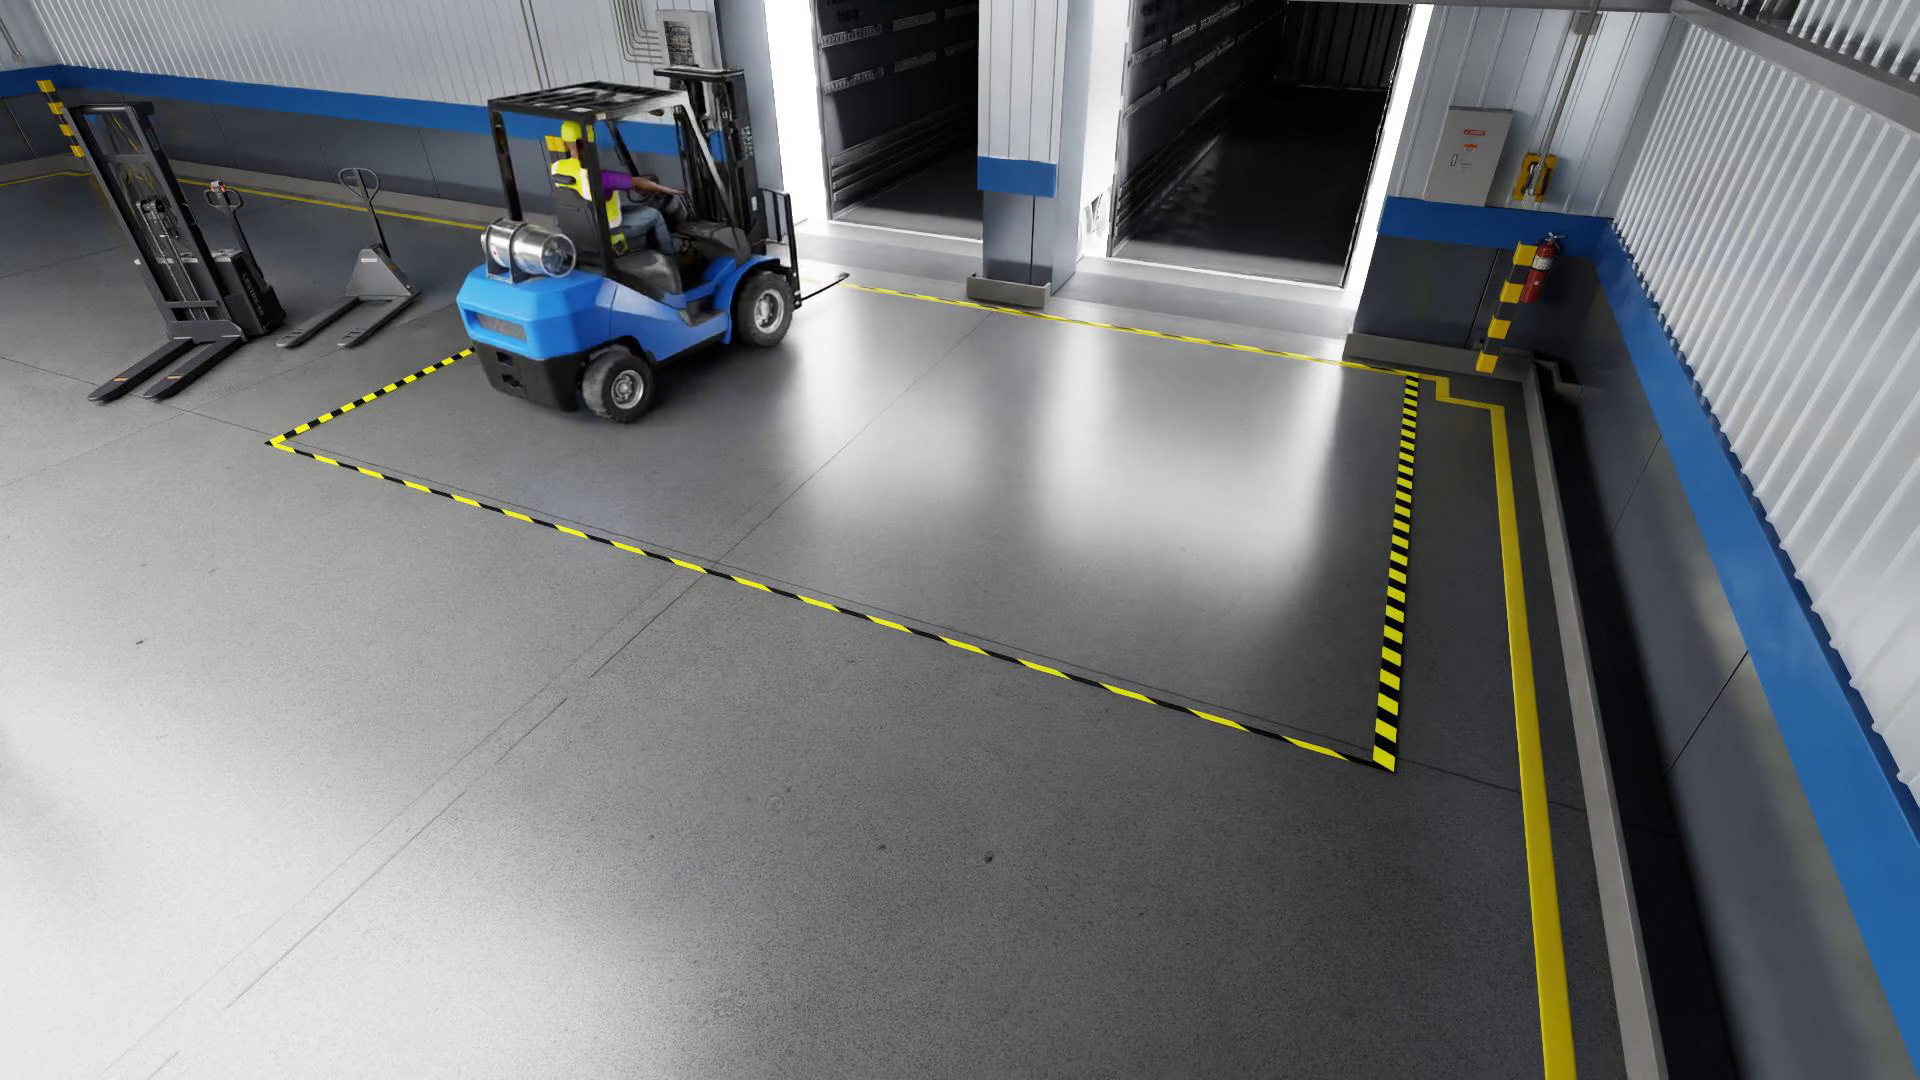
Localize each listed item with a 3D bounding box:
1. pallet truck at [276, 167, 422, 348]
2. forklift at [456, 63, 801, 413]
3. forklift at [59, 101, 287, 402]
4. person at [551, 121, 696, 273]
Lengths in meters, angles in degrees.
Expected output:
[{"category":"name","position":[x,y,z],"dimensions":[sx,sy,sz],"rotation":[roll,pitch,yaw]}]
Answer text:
[{"category":"pallet truck","position":[-5.732,-2.611,8.414],"dimensions":[0.680,1.201,1.601],"rotation":[-1,35,-1]},{"category":"forklift","position":[-2.627,-2.484,7.263],"dimensions":[1.157,2.036,2.680],"rotation":[19,39,25]},{"category":"forklift","position":[-6.686,-2.387,7.434],"dimensions":[0.823,1.965,1.885],"rotation":[-3,35,-5]},{"category":"person","position":[-2.590,-2.664,7.194],"dimensions":[0.635,1.293,1.004],"rotation":[19,39,25]}]
